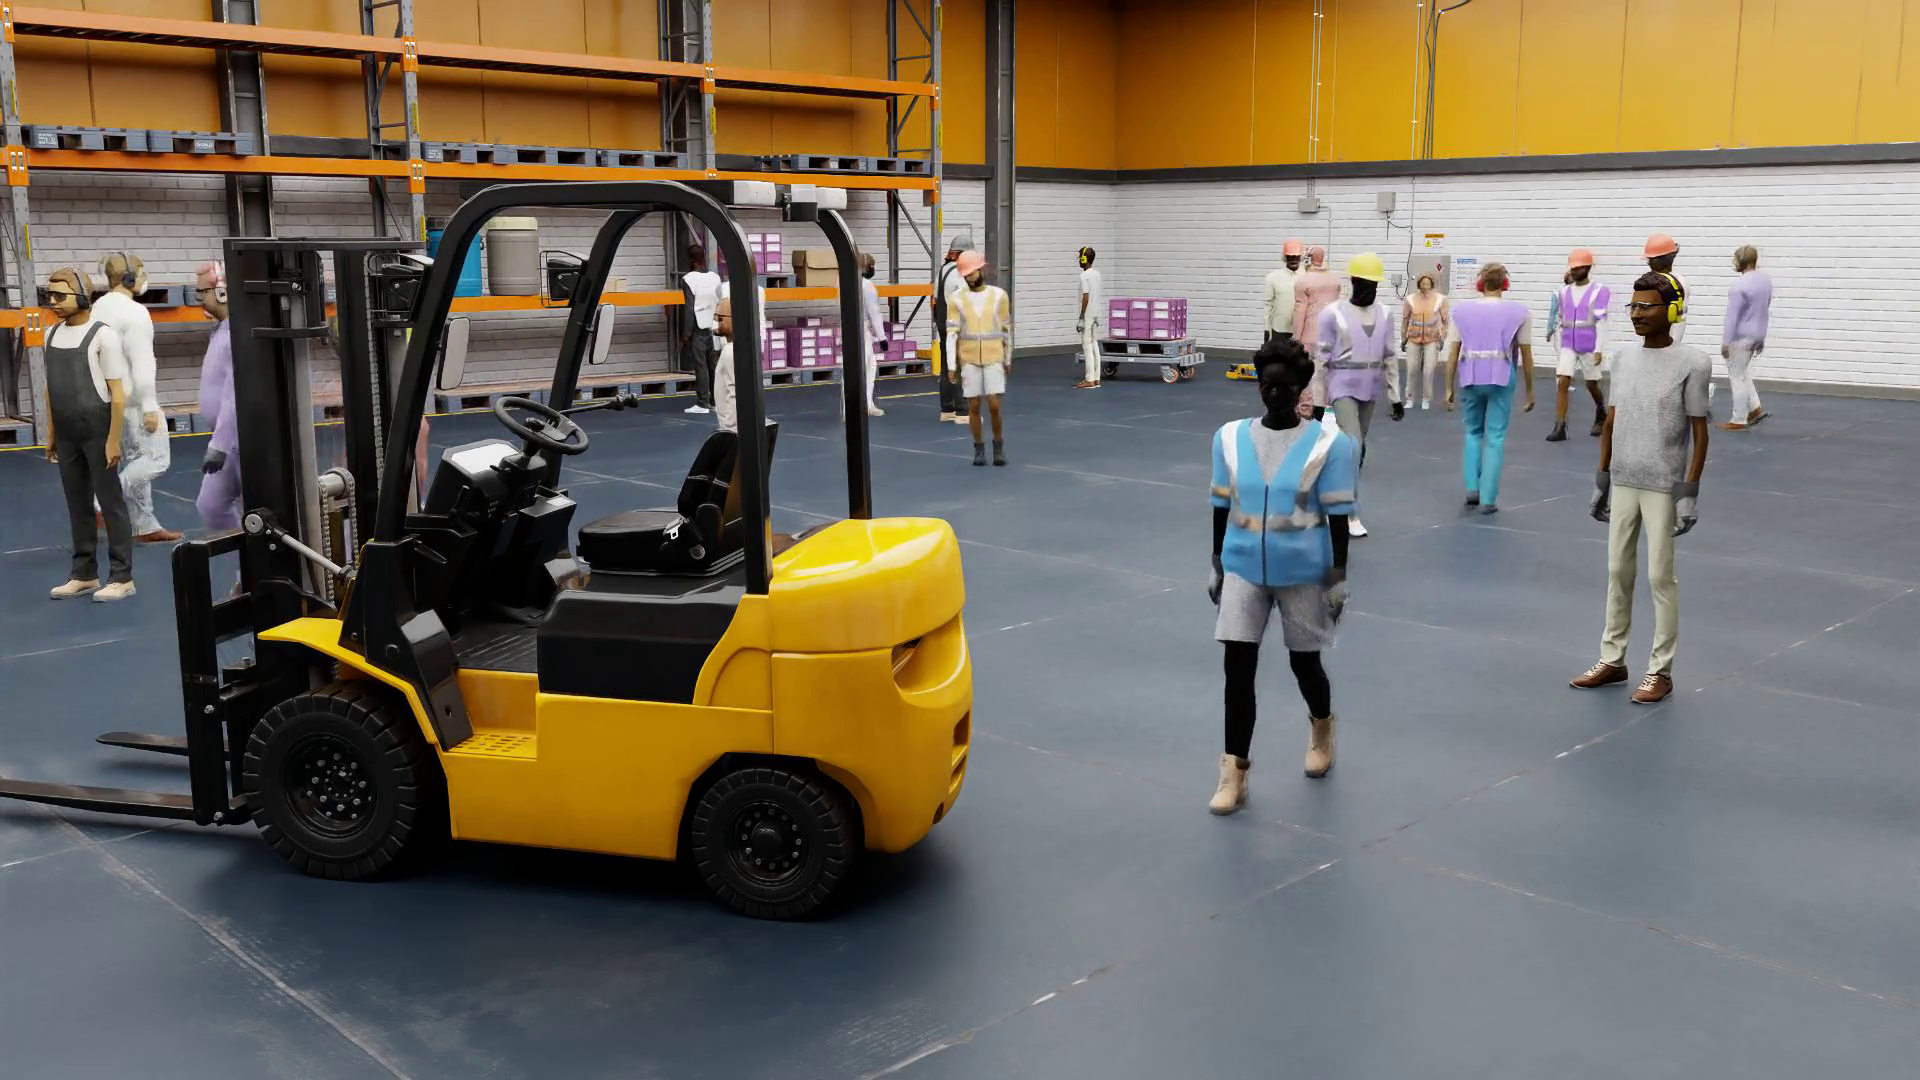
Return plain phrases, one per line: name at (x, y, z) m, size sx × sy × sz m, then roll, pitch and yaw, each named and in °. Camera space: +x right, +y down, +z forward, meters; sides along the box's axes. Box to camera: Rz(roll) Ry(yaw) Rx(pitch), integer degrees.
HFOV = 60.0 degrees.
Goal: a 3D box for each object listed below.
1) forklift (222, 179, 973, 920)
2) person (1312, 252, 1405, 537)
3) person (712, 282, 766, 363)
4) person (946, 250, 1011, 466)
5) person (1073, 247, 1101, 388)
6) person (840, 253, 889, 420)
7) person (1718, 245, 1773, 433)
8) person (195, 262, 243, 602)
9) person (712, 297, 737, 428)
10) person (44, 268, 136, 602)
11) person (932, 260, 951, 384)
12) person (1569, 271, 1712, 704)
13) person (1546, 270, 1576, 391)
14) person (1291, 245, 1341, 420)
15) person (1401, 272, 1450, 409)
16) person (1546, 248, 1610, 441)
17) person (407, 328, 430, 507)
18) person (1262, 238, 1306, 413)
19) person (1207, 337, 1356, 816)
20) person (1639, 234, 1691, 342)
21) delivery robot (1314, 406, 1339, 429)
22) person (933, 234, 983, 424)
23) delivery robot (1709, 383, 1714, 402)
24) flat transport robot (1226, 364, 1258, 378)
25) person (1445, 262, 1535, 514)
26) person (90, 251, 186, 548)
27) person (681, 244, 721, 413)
forklift at (-1.114, -0.058, 5.440) m, size 2.313 × 2.155 × 1.214 m, roll 2°, pitch 11°, yaw 13°
person at (2.739, -0.979, 11.265) m, size 0.586 × 1.899 × 0.755 m, roll -5°, pitch 12°, yaw -26°
person at (-2.251, -1.966, 16.853) m, size 0.587 × 1.863 × 0.879 m, roll 2°, pitch 11°, yaw 10°
person at (0.161, -1.569, 14.498) m, size 0.559 × 1.889 × 0.581 m, roll 0°, pitch 10°, yaw 2°
person at (1.694, -2.944, 22.094) m, size 0.323 × 1.860 × 0.518 m, roll 6°, pitch 12°, yaw 29°
person at (-1.017, -2.223, 18.279) m, size 0.712 × 1.821 × 0.632 m, roll -4°, pitch 11°, yaw -23°
person at (8.023, -2.059, 17.082) m, size 0.647 × 1.924 × 0.431 m, roll -7°, pitch 13°, yaw -35°
person at (-3.835, -0.523, 8.837) m, size 0.526 × 1.881 × 0.637 m, roll -8°, pitch 13°, yaw -36°
person at (-1.431, -0.710, 10.519) m, size 0.272 × 1.635 × 0.507 m, roll 0°, pitch 10°, yaw -1°
person at (-4.850, -0.575, 9.212) m, size 0.508 × 1.846 × 0.345 m, roll 3°, pitch 11°, yaw 17°
person at (-0.122, -2.967, 22.661) m, size 0.540 × 1.695 × 0.317 m, roll -2°, pitch 11°, yaw -13°
person at (2.980, -0.227, 7.251) m, size 0.323 × 1.871 × 0.530 m, roll -7°, pitch 12°, yaw -32°
person at (7.844, -2.688, 21.454) m, size 0.540 × 1.580 × 0.750 m, roll -1°, pitch 10°, yaw -7°
person at (3.863, -2.270, 18.285) m, size 0.640 × 1.910 × 0.409 m, roll -7°, pitch 13°, yaw -34°
person at (5.414, -2.298, 19.371) m, size 0.553 × 1.631 × 0.421 m, roll 4°, pitch 11°, yaw 23°
person at (6.196, -1.940, 16.509) m, size 0.900 × 1.912 × 0.547 m, roll -10°, pitch 14°, yaw -42°
person at (-2.457, -0.141, 7.205) m, size 0.925 × 1.723 × 0.518 m, roll 1°, pitch 10°, yaw 6°
person at (3.723, -2.389, 18.721) m, size 0.621 × 1.983 × 0.413 m, roll 0°, pitch 10°, yaw -2°
person at (1.147, 0.104, 5.985) m, size 0.541 × 1.676 × 0.748 m, roll 5°, pitch 12°, yaw 27°
person at (6.282, -1.733, 15.013) m, size 0.392 × 2.034 × 0.605 m, roll -1°, pitch 10°, yaw -6°
delivery robot at (3.180, -0.914, 14.328) m, size 0.477 × 0.478 × 0.707 m, roll 5°, pitch 11°, yaw 26°
person at (0.024, -2.285, 18.005) m, size 0.535 × 2.000 × 0.684 m, roll -5°, pitch 11°, yaw -25°
delivery robot at (7.823, -1.610, 18.122) m, size 0.707 × 0.478 × 0.477 m, roll 3°, pitch 11°, yaw 17°
flat transport robot at (4.420, -2.311, 22.974) m, size 0.652 × 0.197 × 1.431 m, roll -7°, pitch 13°, yaw -35°
person at (3.893, -1.113, 12.189) m, size 0.603 × 1.821 × 0.560 m, roll 6°, pitch 12°, yaw 28°
person at (-5.358, -0.873, 10.628) m, size 0.644 × 1.922 × 0.578 m, roll 9°, pitch 14°, yaw 41°
person at (-2.941, -2.402, 18.978) m, size 0.396 × 1.919 × 0.590 m, roll 6°, pitch 12°, yaw 31°
